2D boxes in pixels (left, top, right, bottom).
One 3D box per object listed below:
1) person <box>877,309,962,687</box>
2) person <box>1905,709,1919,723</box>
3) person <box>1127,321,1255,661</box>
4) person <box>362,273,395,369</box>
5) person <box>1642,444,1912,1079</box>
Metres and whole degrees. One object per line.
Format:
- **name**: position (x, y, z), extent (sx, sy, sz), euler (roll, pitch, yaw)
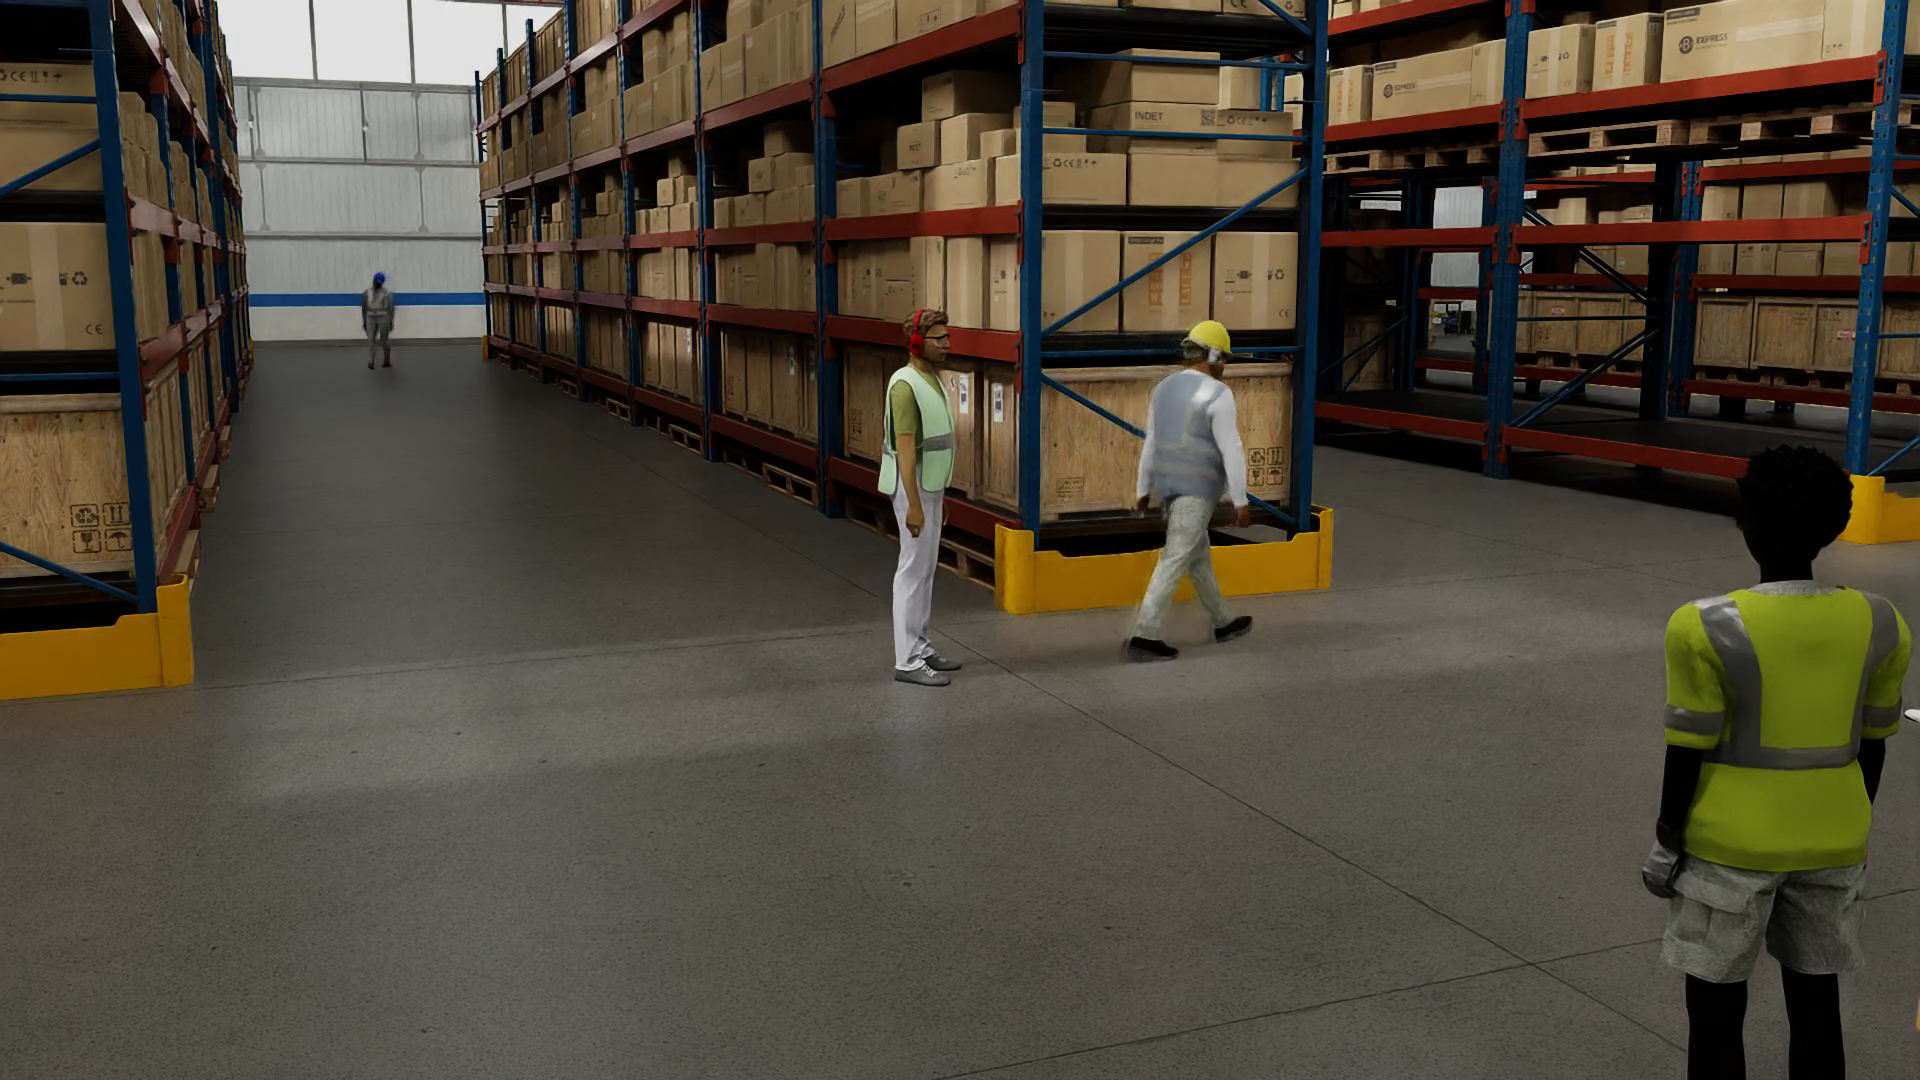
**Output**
- **person**: position (-0.201, -0.214, 8.238), extent (0.389, 1.846, 0.567), euler (2, 10, 11)
- **person**: position (4.555, -0.096, 7.386), extent (0.641, 1.900, 0.401), euler (-5, 11, -28)
- **person**: position (1.236, -0.265, 8.801), extent (0.968, 1.765, 0.651), euler (-5, 11, -30)
- **person**: position (-11.395, -4.291, 32.588), extent (0.640, 1.882, 0.998), euler (-1, 10, -6)
- **person**: position (1.713, 0.645, 3.542), extent (0.535, 1.697, 0.318), euler (-1, 10, -8)
